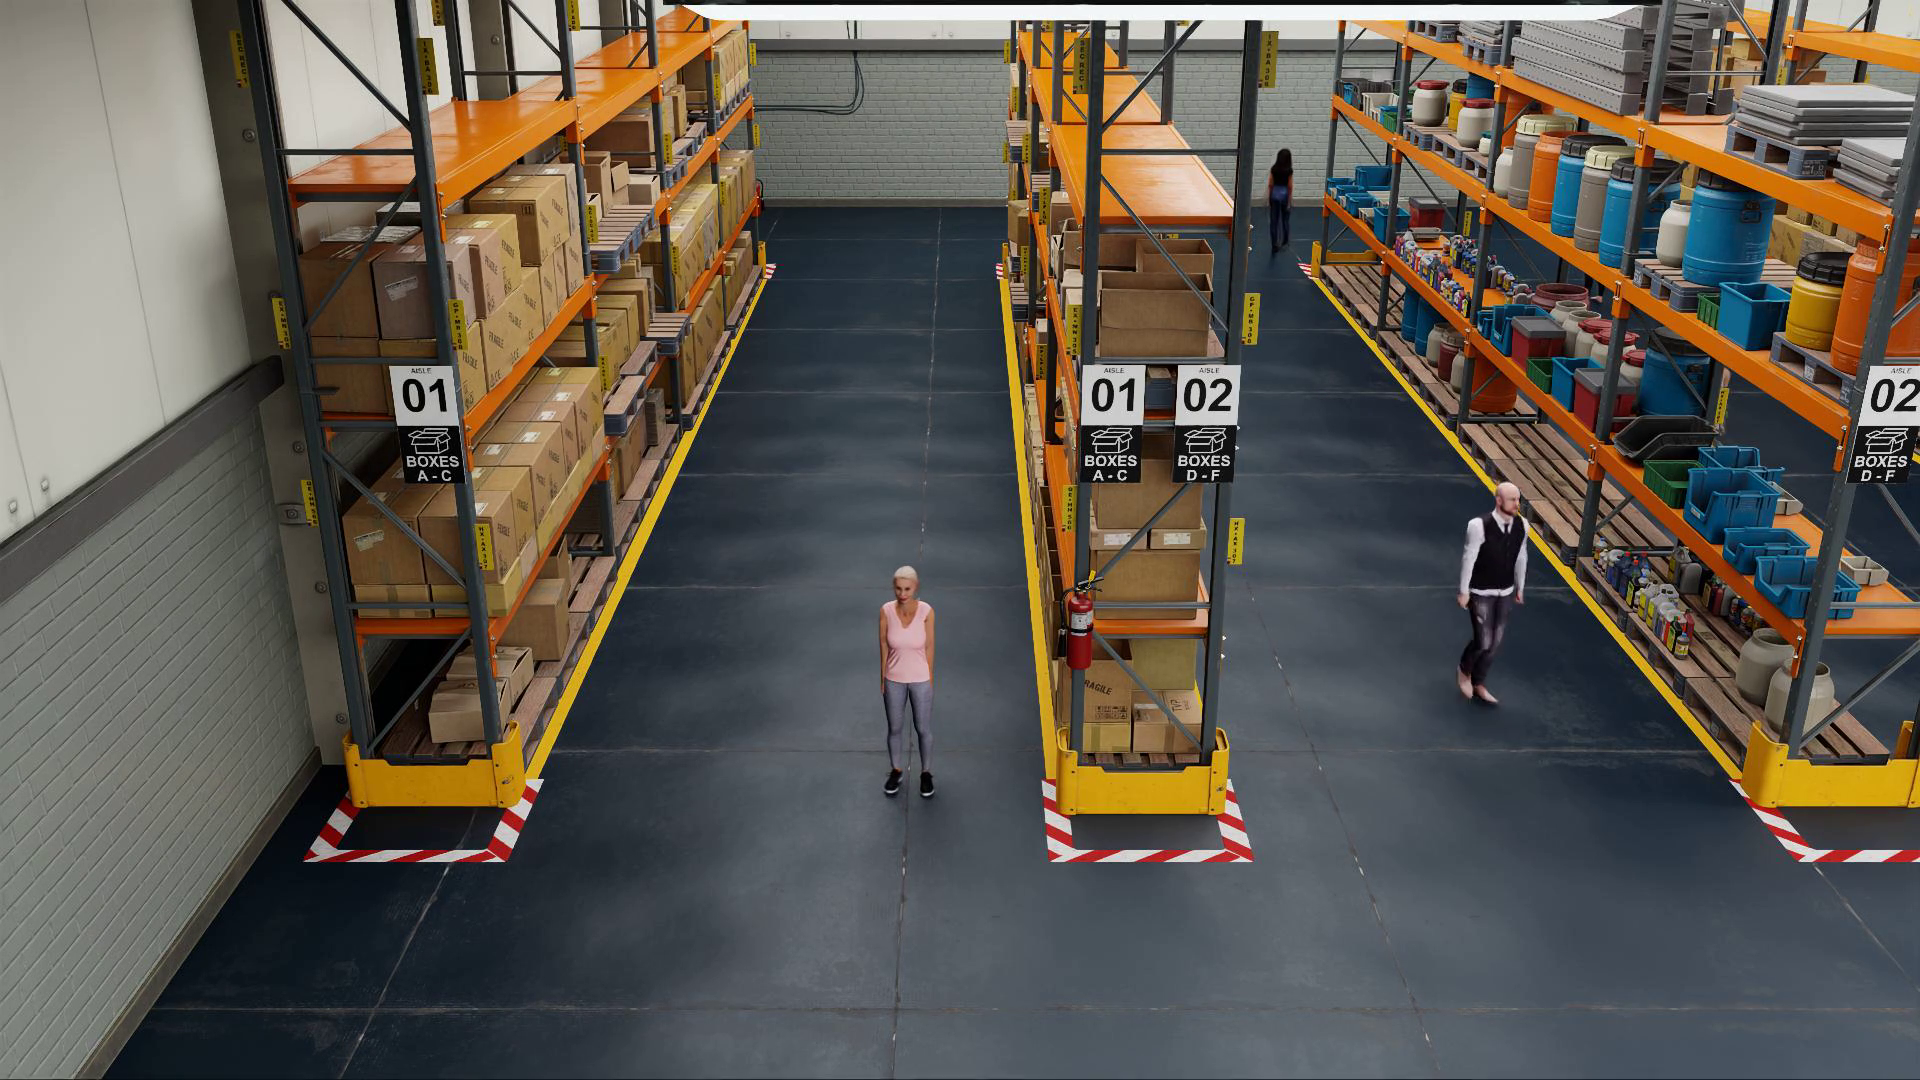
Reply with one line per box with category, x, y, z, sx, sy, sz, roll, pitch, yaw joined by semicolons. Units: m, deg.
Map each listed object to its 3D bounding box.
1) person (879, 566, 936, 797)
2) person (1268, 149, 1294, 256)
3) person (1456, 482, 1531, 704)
person;-0.359;0.960;11.570;0.553;1.722;0.523;2;22;6
person;5.291;-5.589;27.615;0.787;1.698;1.166;6;23;15
person;4.048;0.390;12.849;0.799;1.810;0.790;-8;24;-19
